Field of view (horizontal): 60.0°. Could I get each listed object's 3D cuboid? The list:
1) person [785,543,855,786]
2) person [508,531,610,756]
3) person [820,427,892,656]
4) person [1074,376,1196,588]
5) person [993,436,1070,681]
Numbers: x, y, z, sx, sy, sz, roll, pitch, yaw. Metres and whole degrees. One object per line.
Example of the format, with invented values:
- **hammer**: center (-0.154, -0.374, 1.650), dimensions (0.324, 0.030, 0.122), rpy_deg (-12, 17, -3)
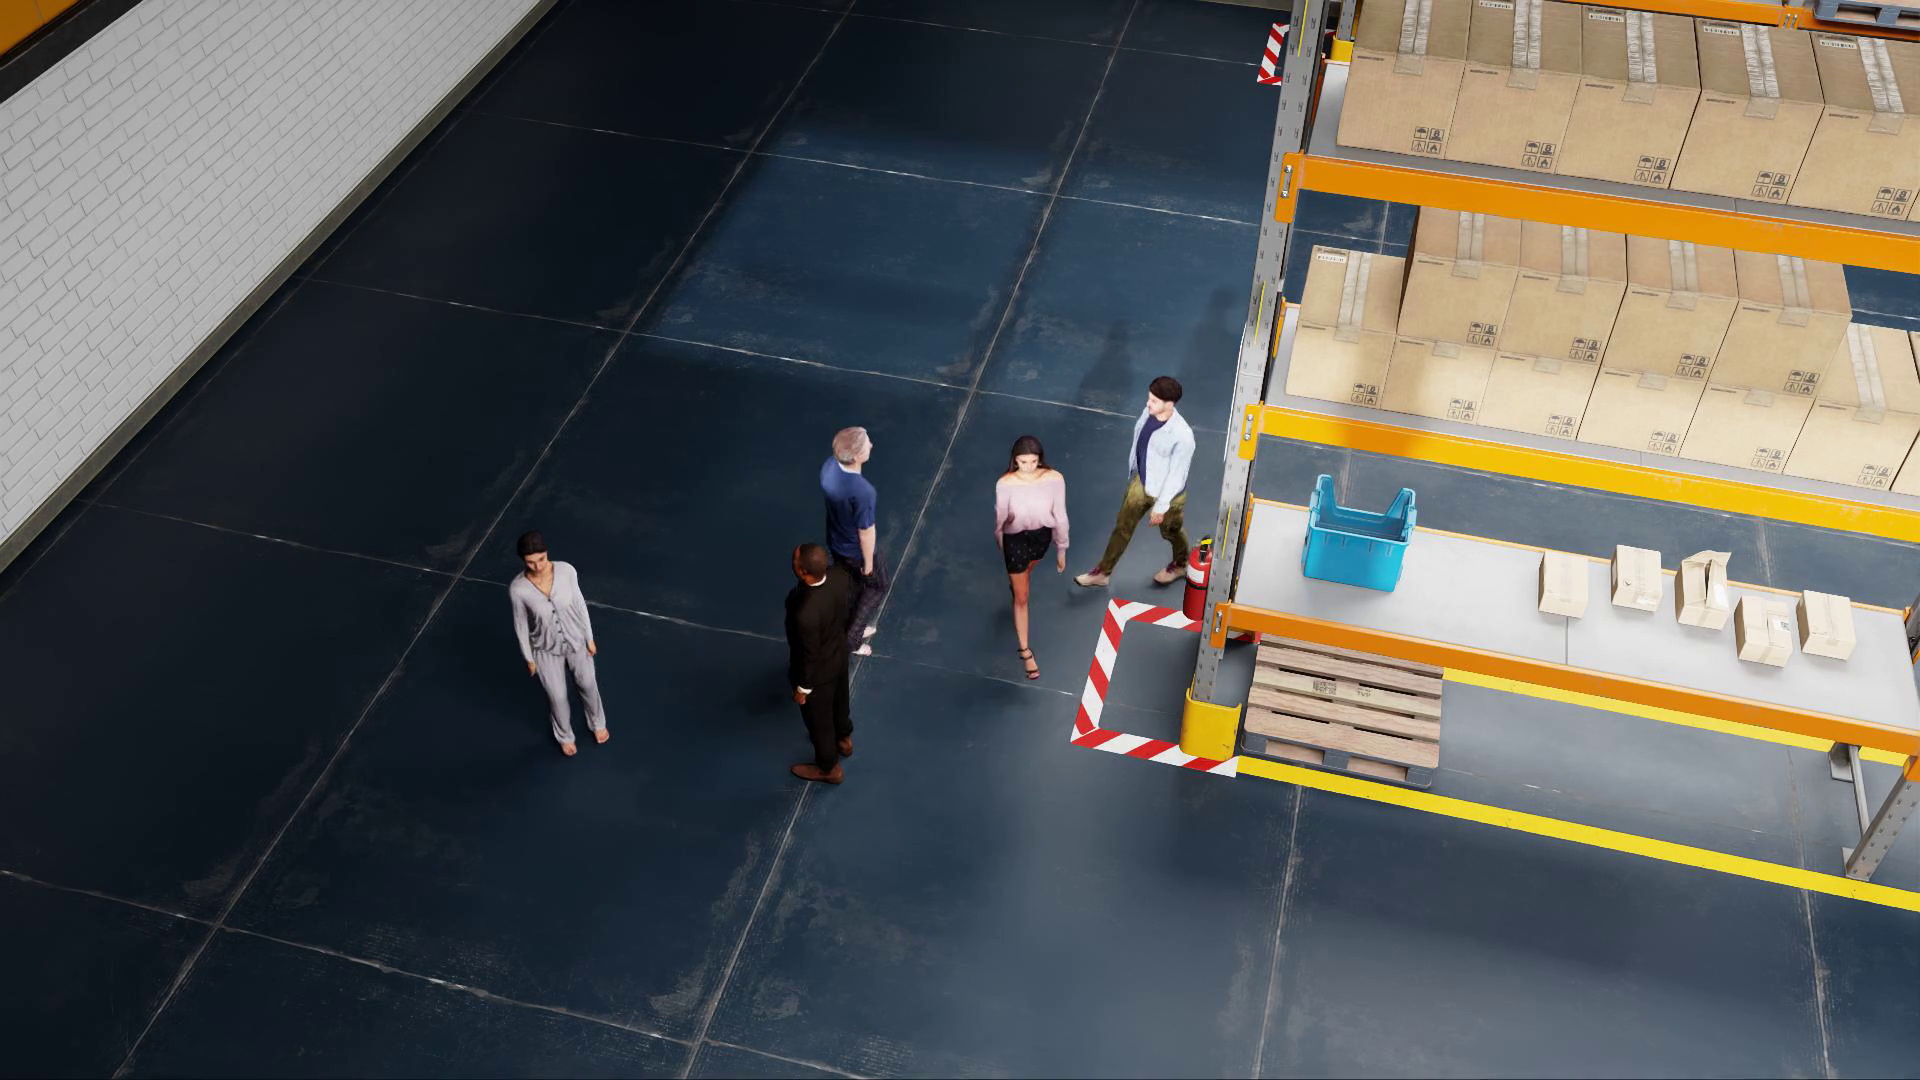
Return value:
- **person**: center (-0.833, 0.725, 9.951), dimensions (0.641, 1.905, 0.708), rpy_deg (15, 46, 15)
- **person**: center (-2.452, 0.600, 10.178), dimensions (0.678, 1.771, 0.742), rpy_deg (-20, 47, -20)
- **person**: center (-0.752, 0.064, 10.678), dimensions (0.873, 1.857, 0.796), rpy_deg (-29, 51, -27)
- **person**: center (1.418, -0.364, 11.188), dimensions (1.187, 1.775, 1.123), rpy_deg (-21, 48, -21)
- **person**: center (0.431, -0.035, 10.857), dimensions (1.152, 1.754, 1.002), rpy_deg (-7, 44, -8)
